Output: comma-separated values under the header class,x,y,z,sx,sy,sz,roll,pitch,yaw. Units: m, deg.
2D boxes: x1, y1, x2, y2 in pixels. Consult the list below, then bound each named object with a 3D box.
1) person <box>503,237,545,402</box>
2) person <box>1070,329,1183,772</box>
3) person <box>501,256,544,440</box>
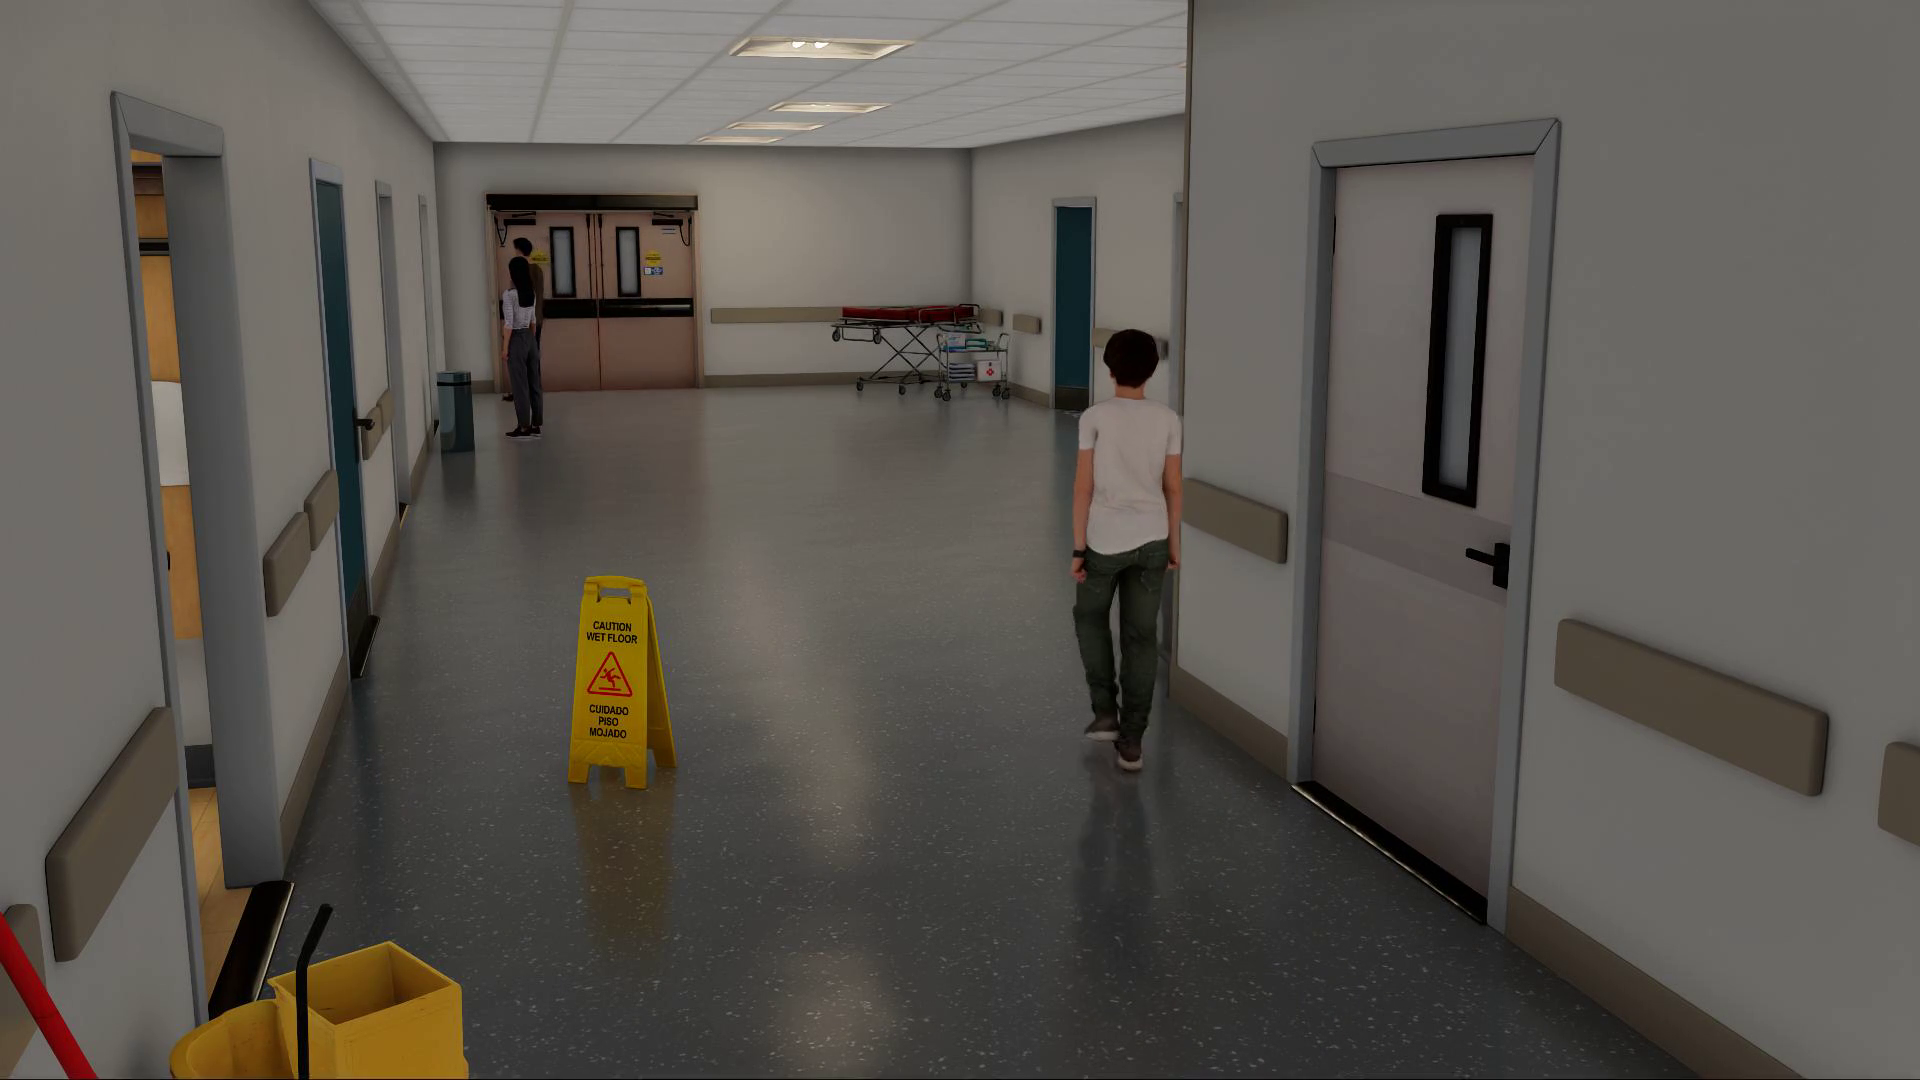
class,x,y,z,sx,sy,sz,roll,pitch,yaw
person,-4.930,-2.515,19.069,0.845,1.885,0.783,6,12,28
person,0.626,0.054,6.184,0.647,1.641,0.691,-1,11,-3
person,-4.196,-1.848,15.961,0.733,1.734,0.659,5,12,26
